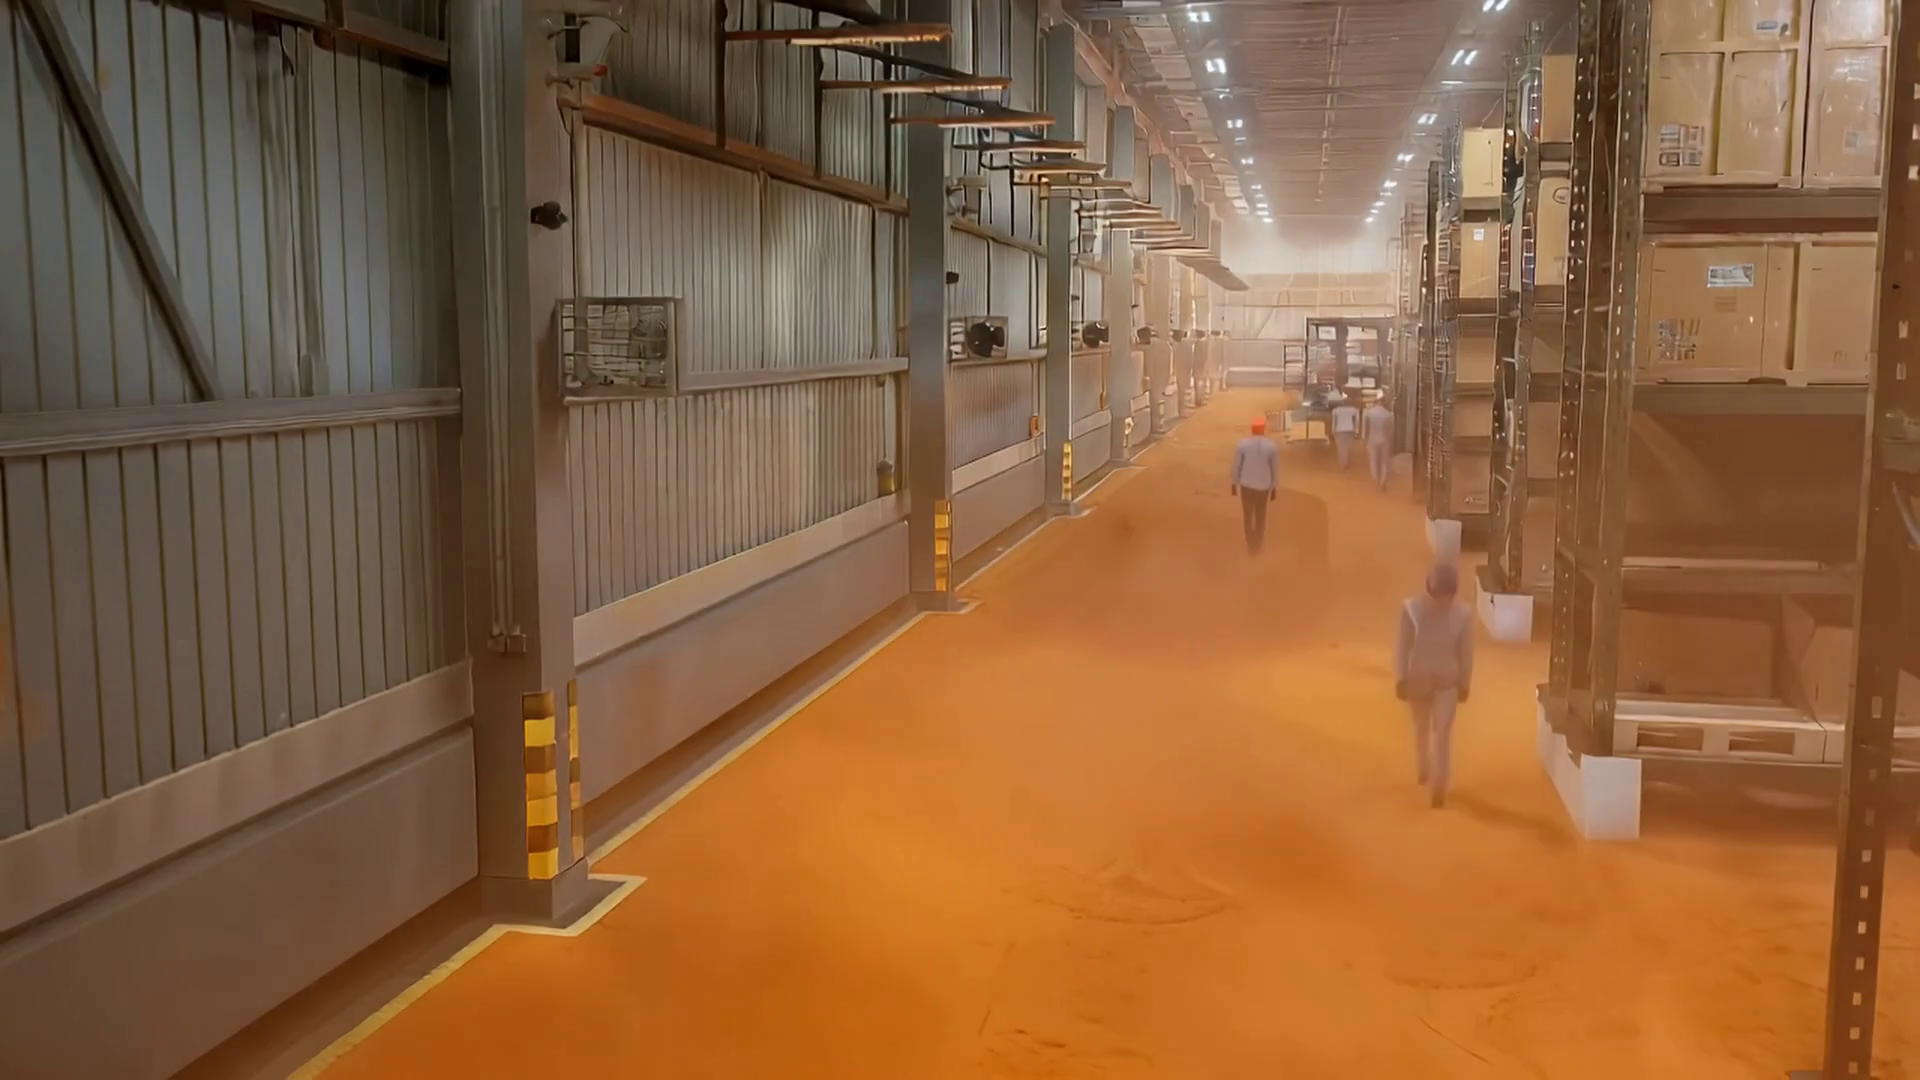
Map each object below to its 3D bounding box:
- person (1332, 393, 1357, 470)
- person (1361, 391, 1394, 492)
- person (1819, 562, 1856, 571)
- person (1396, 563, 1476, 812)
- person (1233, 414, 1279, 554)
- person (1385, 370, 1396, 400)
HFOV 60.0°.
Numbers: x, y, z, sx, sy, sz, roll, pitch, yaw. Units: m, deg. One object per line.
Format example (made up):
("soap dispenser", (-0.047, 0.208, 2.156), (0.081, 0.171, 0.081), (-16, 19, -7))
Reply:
("person", (8.685, -2.452, 37.583), (0.541, 1.721, 0.887), (1, 7, 10))
("person", (8.164, -1.940, 32.603), (0.612, 1.954, 0.883), (1, 7, 7))
("person", (8.036, 0.311, 15.185), (0.804, 1.797, 0.646), (4, 8, 29))
("person", (3.164, 0.924, 11.078), (0.498, 1.595, 0.848), (2, 8, 19))
("person", (4.151, -0.780, 23.302), (0.608, 1.966, 0.930), (0, 7, 4))
("person", (15.479, -5.275, 59.916), (0.927, 1.809, 0.578), (0, 7, 4))
